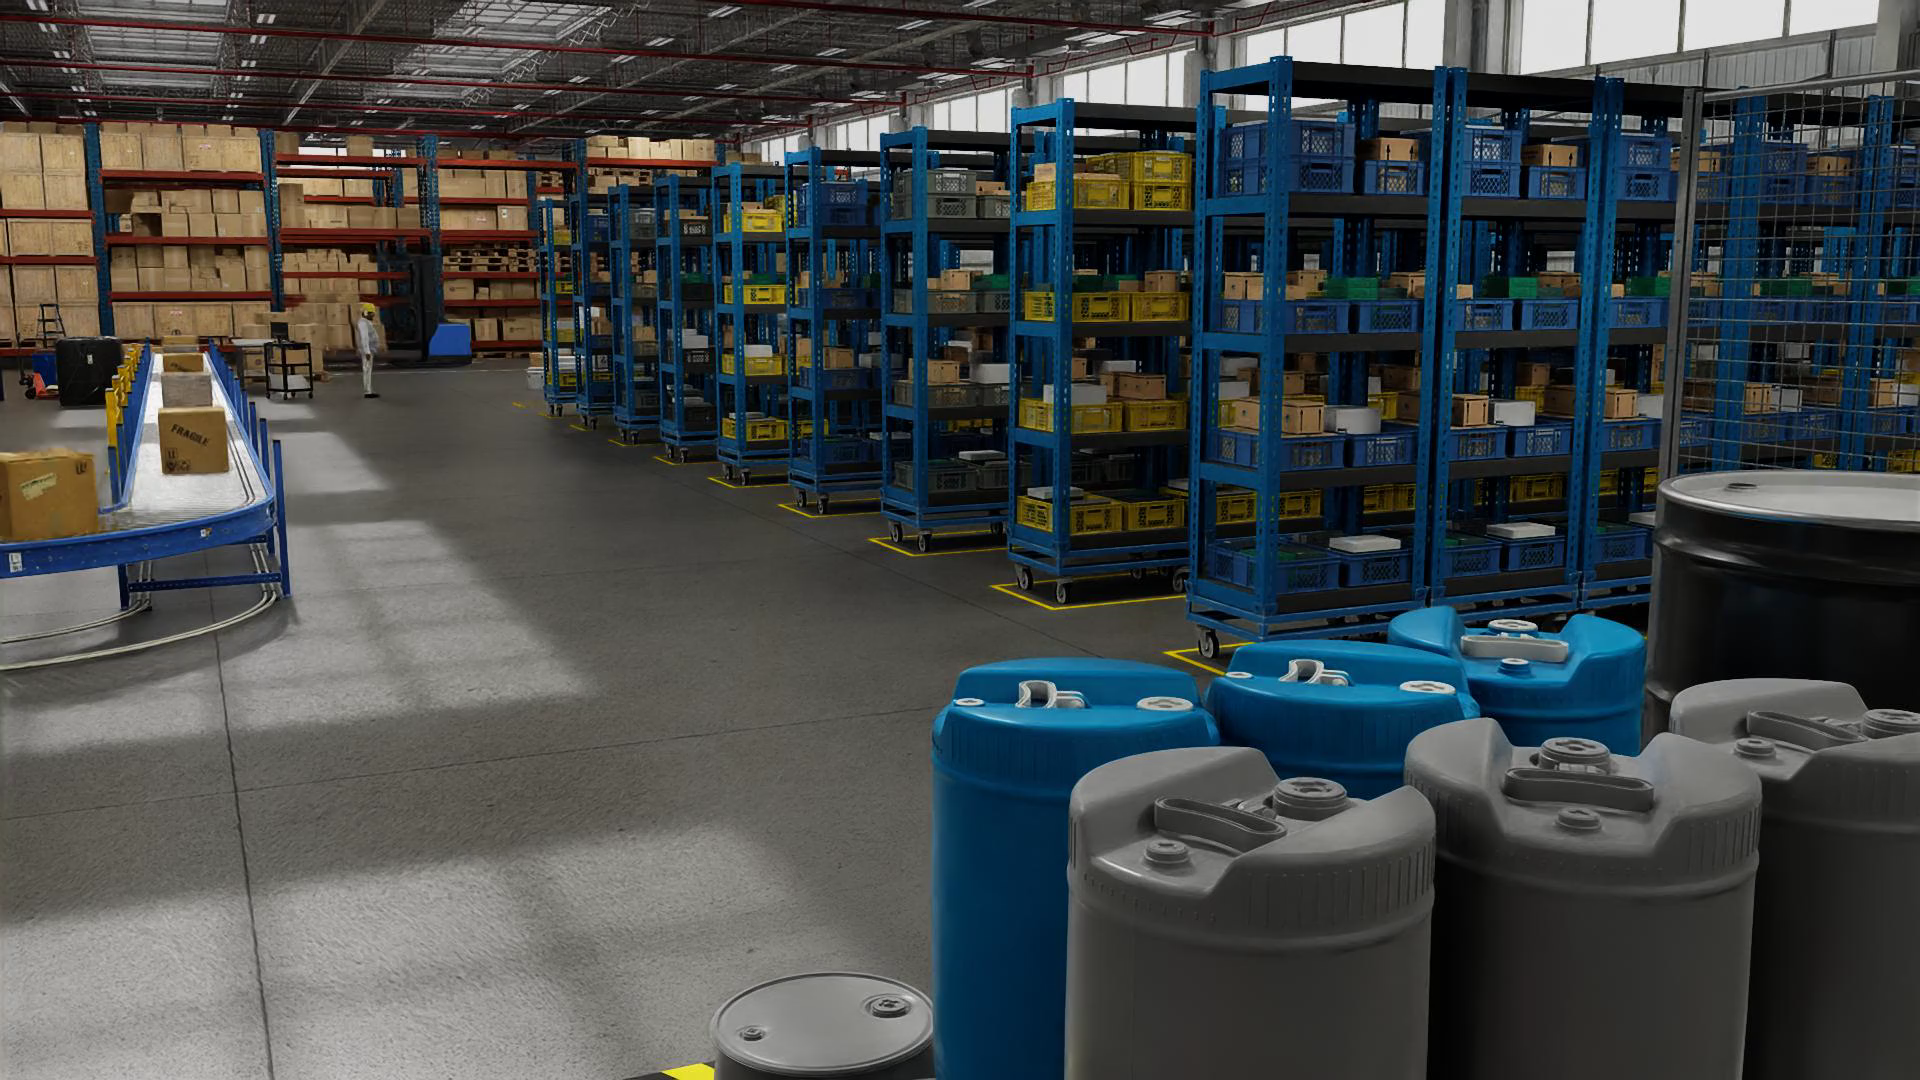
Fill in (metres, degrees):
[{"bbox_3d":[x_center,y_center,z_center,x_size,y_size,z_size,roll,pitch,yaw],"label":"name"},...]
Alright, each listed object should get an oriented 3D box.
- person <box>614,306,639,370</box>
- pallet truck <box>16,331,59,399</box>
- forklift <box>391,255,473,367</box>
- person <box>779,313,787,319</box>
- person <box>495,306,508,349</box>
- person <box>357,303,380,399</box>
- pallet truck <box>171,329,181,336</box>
[{"bbox_3d":[-6.856,-4.035,34.418,0.580,1.818,0.861,3,10,17],"label":"person"},{"bbox_3d":[-17.082,-3.353,31.781,1.630,1.274,0.653,-4,10,-25],"label":"pallet truck"},{"bbox_3d":[-13.433,-5.803,42.093,1.873,2.768,1.129,-4,10,-25],"label":"forklift"},{"bbox_3d":[-4.459,-5.458,43.504,0.570,1.733,0.718,3,10,17],"label":"person"},{"bbox_3d":[-13.568,-6.417,48.969,0.515,1.886,0.647,-4,10,-23],"label":"person"},{"bbox_3d":[-11.279,-3.605,31.728,0.403,1.822,0.586,-3,10,-16],"label":"person"},{"bbox_3d":[-17.275,-3.851,35.096,1.601,1.201,0.680,0,9,1],"label":"pallet truck"}]
